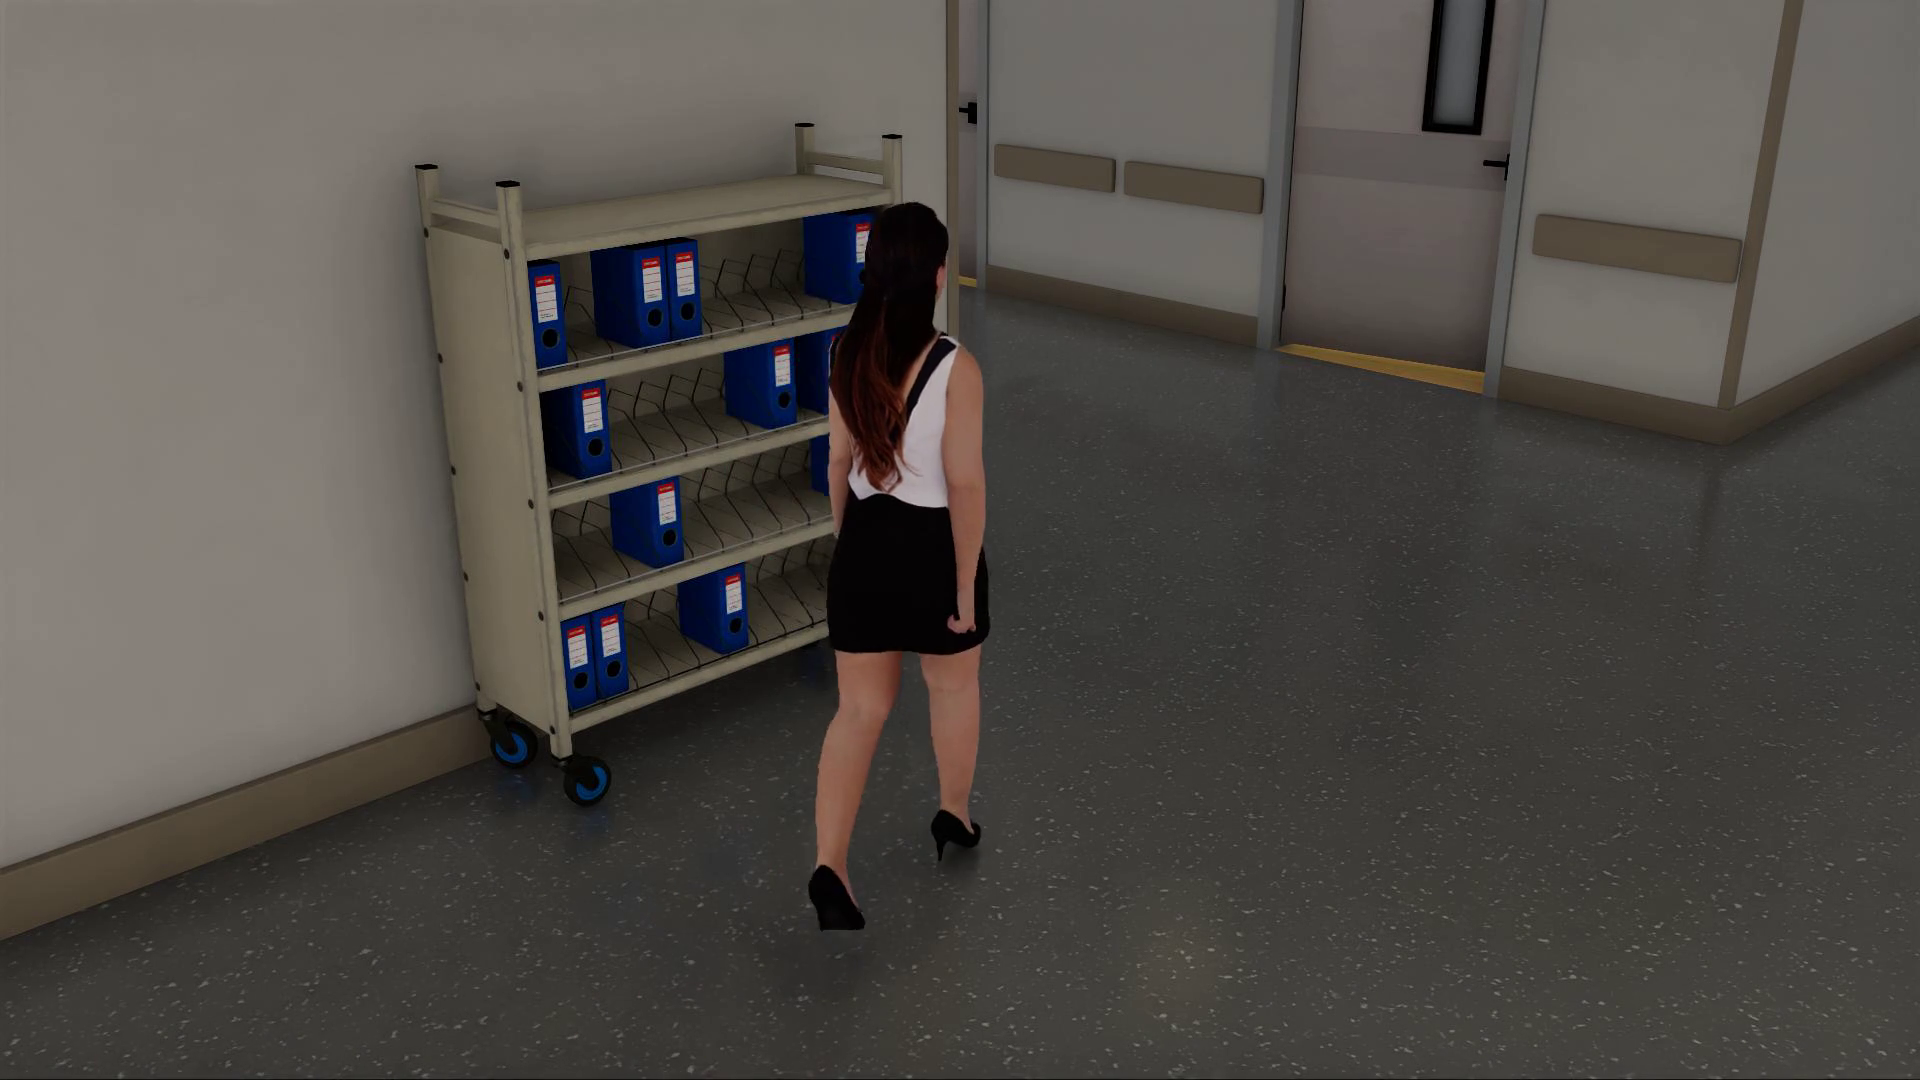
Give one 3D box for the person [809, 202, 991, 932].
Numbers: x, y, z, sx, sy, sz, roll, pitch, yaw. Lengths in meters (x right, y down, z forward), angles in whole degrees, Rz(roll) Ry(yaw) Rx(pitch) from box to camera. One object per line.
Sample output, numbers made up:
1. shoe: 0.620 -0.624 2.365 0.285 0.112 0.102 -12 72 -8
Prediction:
1. person: -0.172 0.110 3.661 0.808 1.629 1.048 8 22 21
